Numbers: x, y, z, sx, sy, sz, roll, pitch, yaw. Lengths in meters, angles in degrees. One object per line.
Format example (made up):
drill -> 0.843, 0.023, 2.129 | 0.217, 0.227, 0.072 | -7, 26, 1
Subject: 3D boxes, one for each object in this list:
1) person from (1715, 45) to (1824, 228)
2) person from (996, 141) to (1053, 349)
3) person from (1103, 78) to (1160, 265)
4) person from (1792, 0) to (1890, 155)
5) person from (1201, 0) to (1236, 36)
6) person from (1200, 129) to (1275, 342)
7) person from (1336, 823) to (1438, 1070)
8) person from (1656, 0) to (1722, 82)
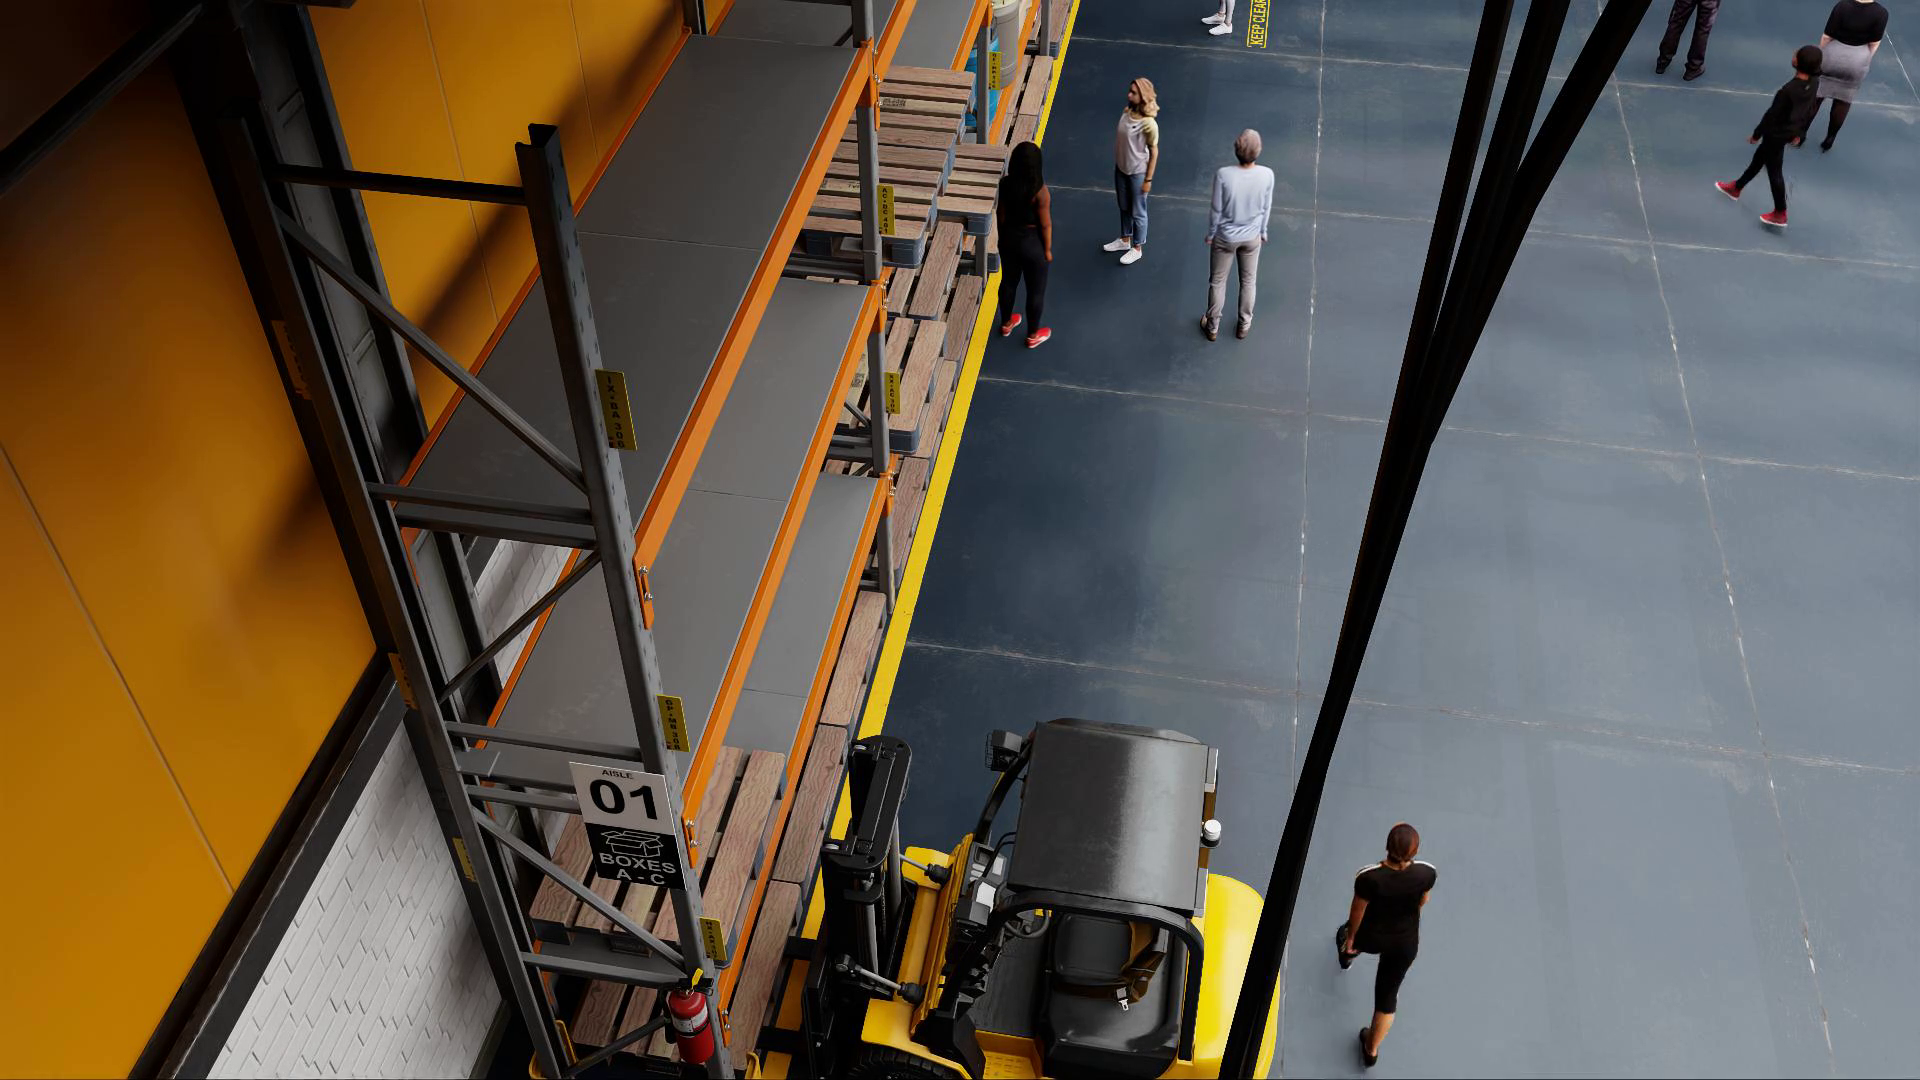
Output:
person -> 7.334, -3.552, 14.752 | 1.032, 1.639, 1.139 | -21, 47, -21
person -> 0.515, -2.382, 13.396 | 0.759, 1.815, 0.765 | 26, 50, 25
person -> 1.500, -3.180, 14.301 | 0.767, 1.723, 0.698 | -24, 49, -23
person -> 8.293, -4.482, 15.641 | 0.727, 1.759, 0.710 | 18, 47, 18
person -> 2.813, -6.163, 17.446 | 0.696, 1.702, 0.566 | -7, 44, -7
person -> 2.239, -2.444, 13.404 | 0.692, 1.894, 0.639 | -1, 44, -1
person -> 2.248, 2.143, 8.783 | 0.644, 1.625, 1.118 | 4, 44, 4
person -> 7.460, -5.572, 16.675 | 0.774, 1.912, 0.750 | 27, 50, 25
